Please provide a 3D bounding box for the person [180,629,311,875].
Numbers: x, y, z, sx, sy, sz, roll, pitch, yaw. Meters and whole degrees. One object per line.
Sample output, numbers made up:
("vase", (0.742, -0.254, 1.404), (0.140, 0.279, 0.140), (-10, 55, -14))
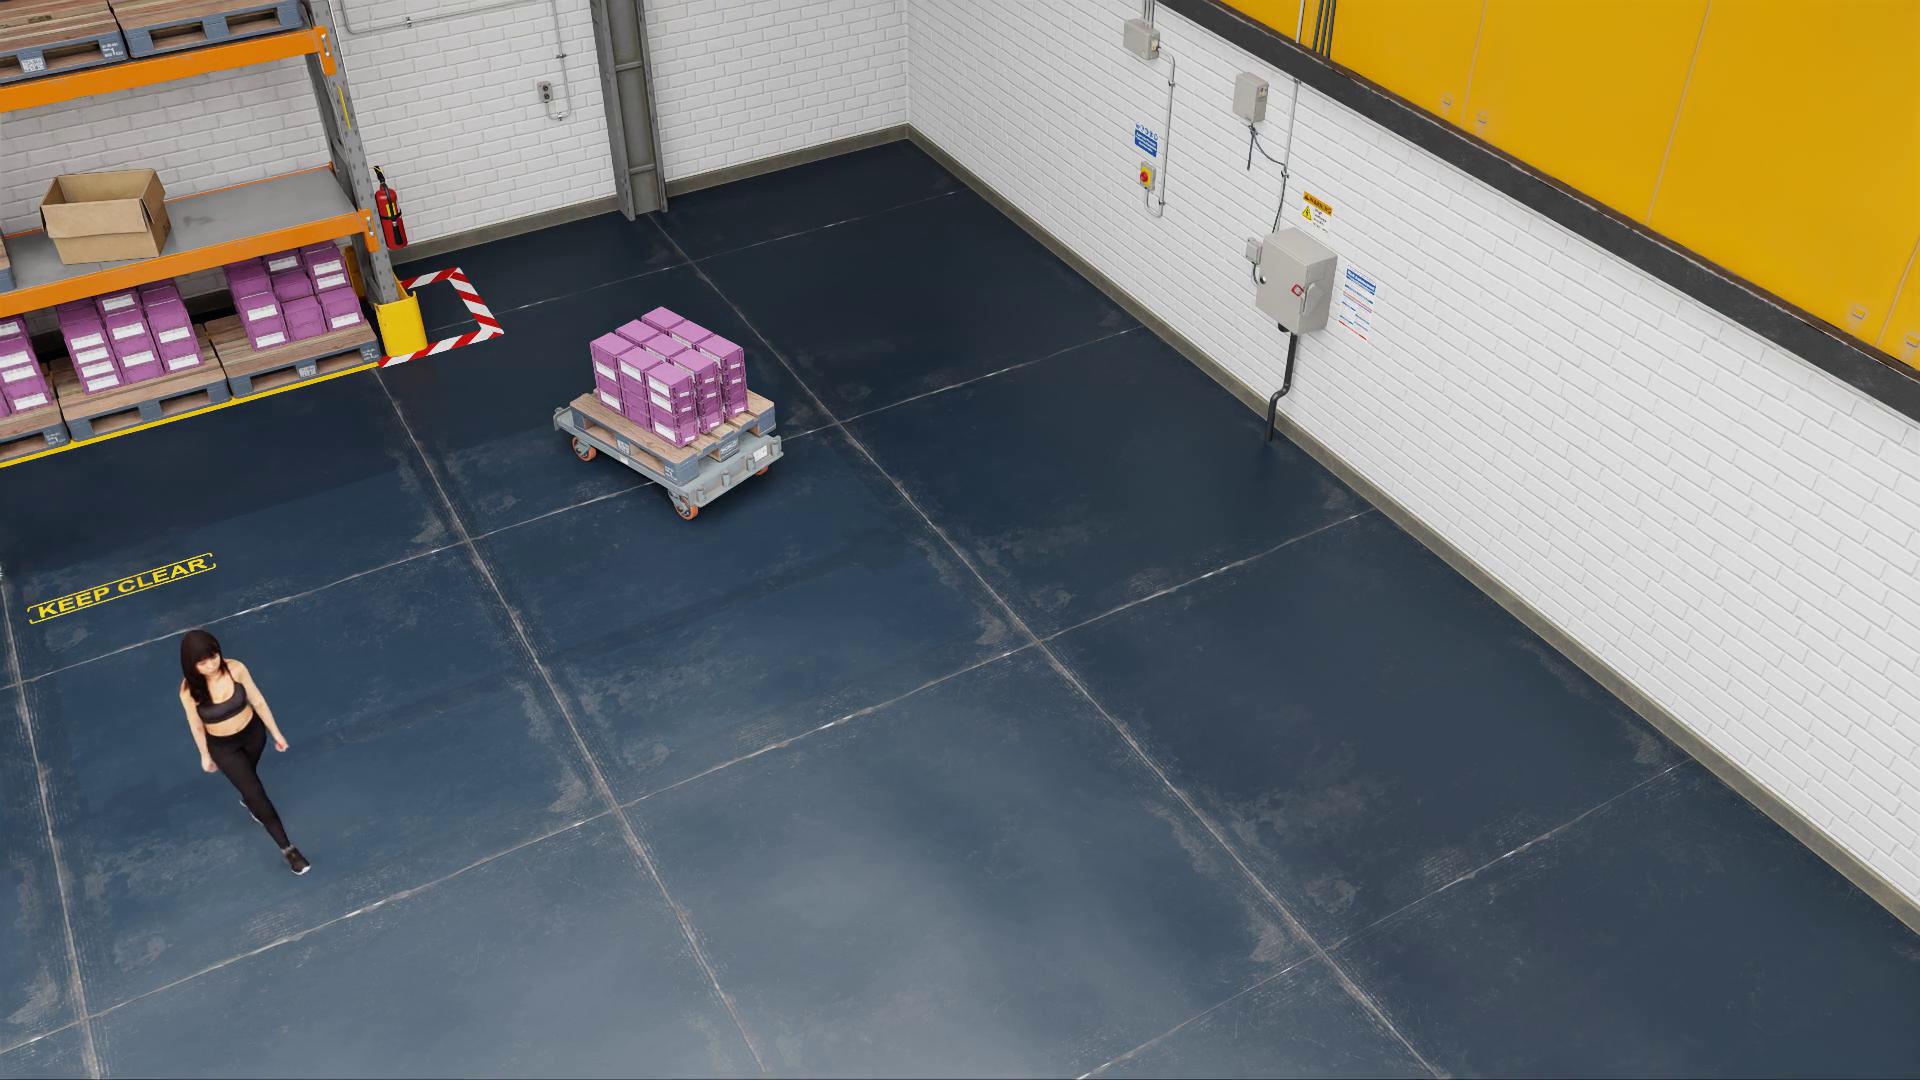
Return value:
("person", (-4.123, 1.099, 9.424), (0.846, 1.599, 1.068), (31, 48, 33))
